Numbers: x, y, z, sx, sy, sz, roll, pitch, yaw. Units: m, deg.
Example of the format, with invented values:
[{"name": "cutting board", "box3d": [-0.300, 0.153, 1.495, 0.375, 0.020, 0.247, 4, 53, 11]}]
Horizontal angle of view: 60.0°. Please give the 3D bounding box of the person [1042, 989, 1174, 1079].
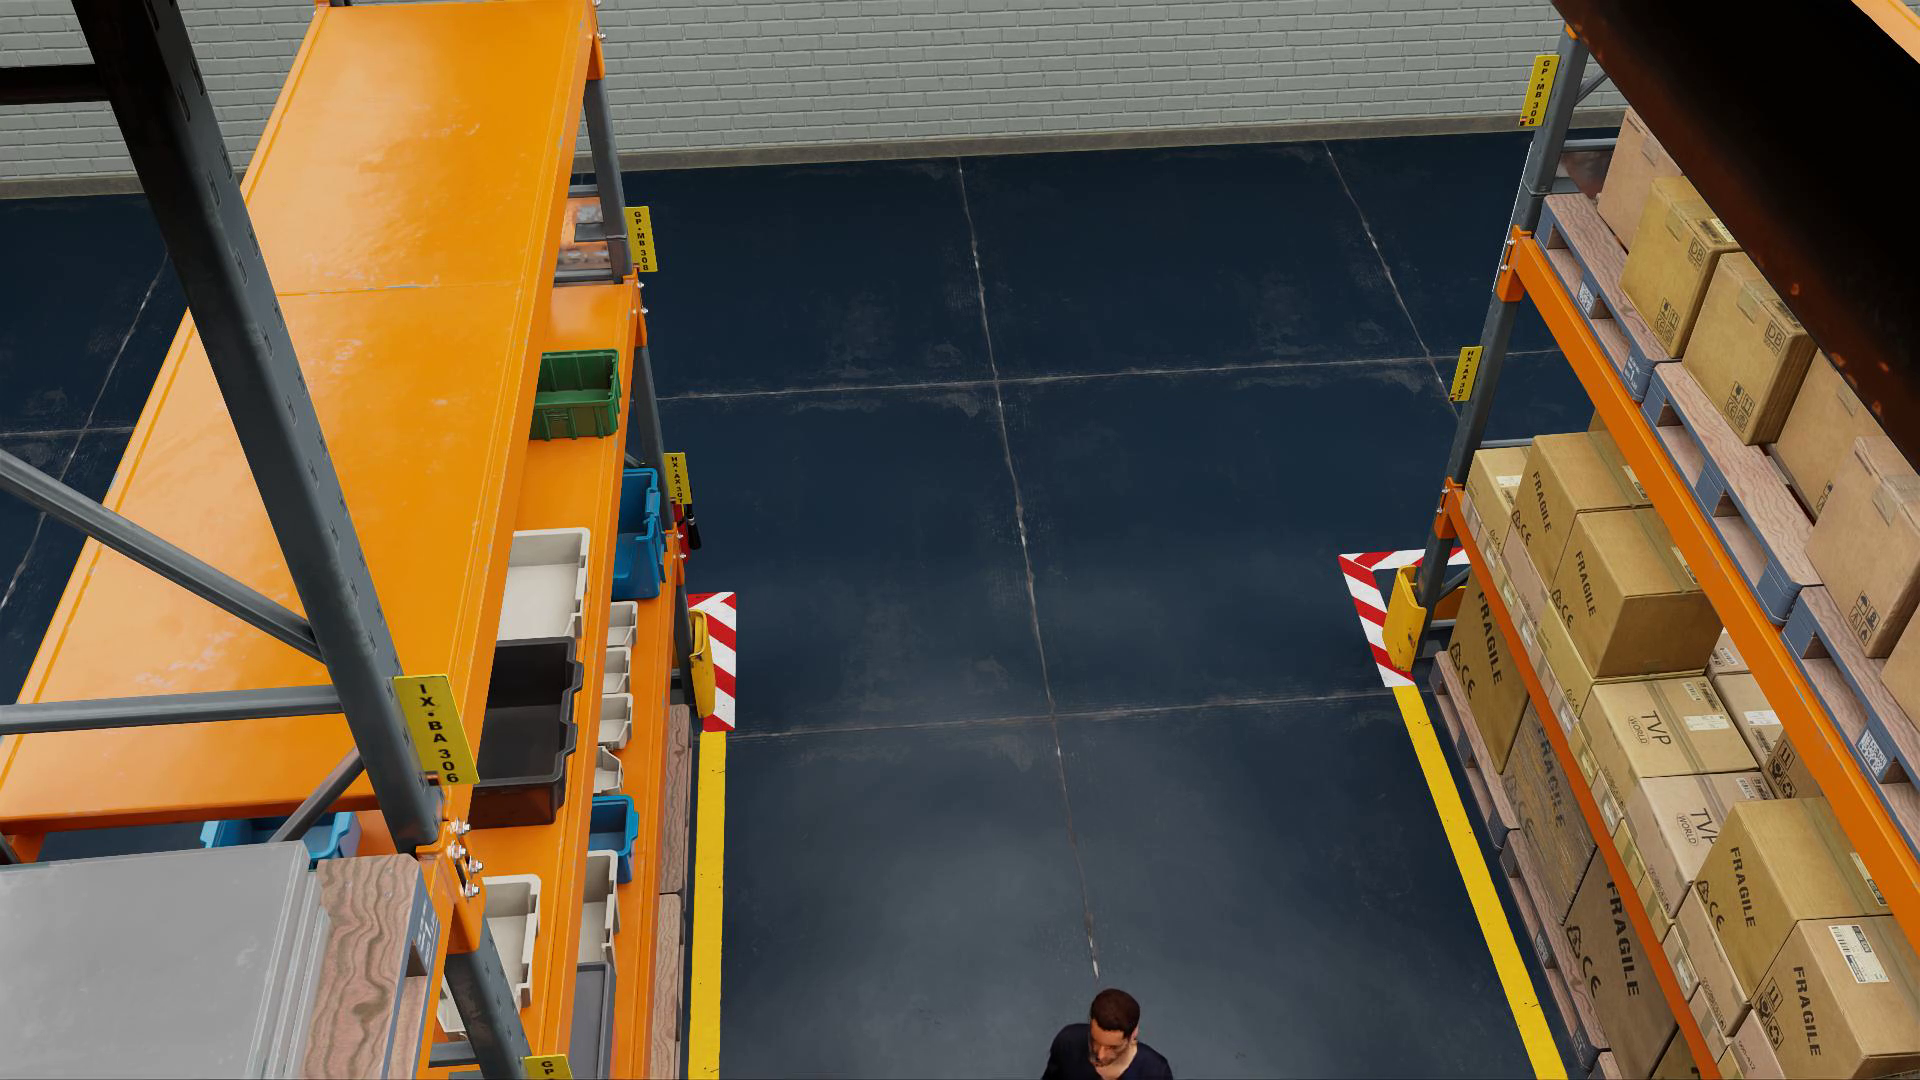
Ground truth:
[{"name": "person", "box3d": [0.531, 2.254, 6.327, 0.711, 1.859, 0.679, 14, 45, 14]}]
